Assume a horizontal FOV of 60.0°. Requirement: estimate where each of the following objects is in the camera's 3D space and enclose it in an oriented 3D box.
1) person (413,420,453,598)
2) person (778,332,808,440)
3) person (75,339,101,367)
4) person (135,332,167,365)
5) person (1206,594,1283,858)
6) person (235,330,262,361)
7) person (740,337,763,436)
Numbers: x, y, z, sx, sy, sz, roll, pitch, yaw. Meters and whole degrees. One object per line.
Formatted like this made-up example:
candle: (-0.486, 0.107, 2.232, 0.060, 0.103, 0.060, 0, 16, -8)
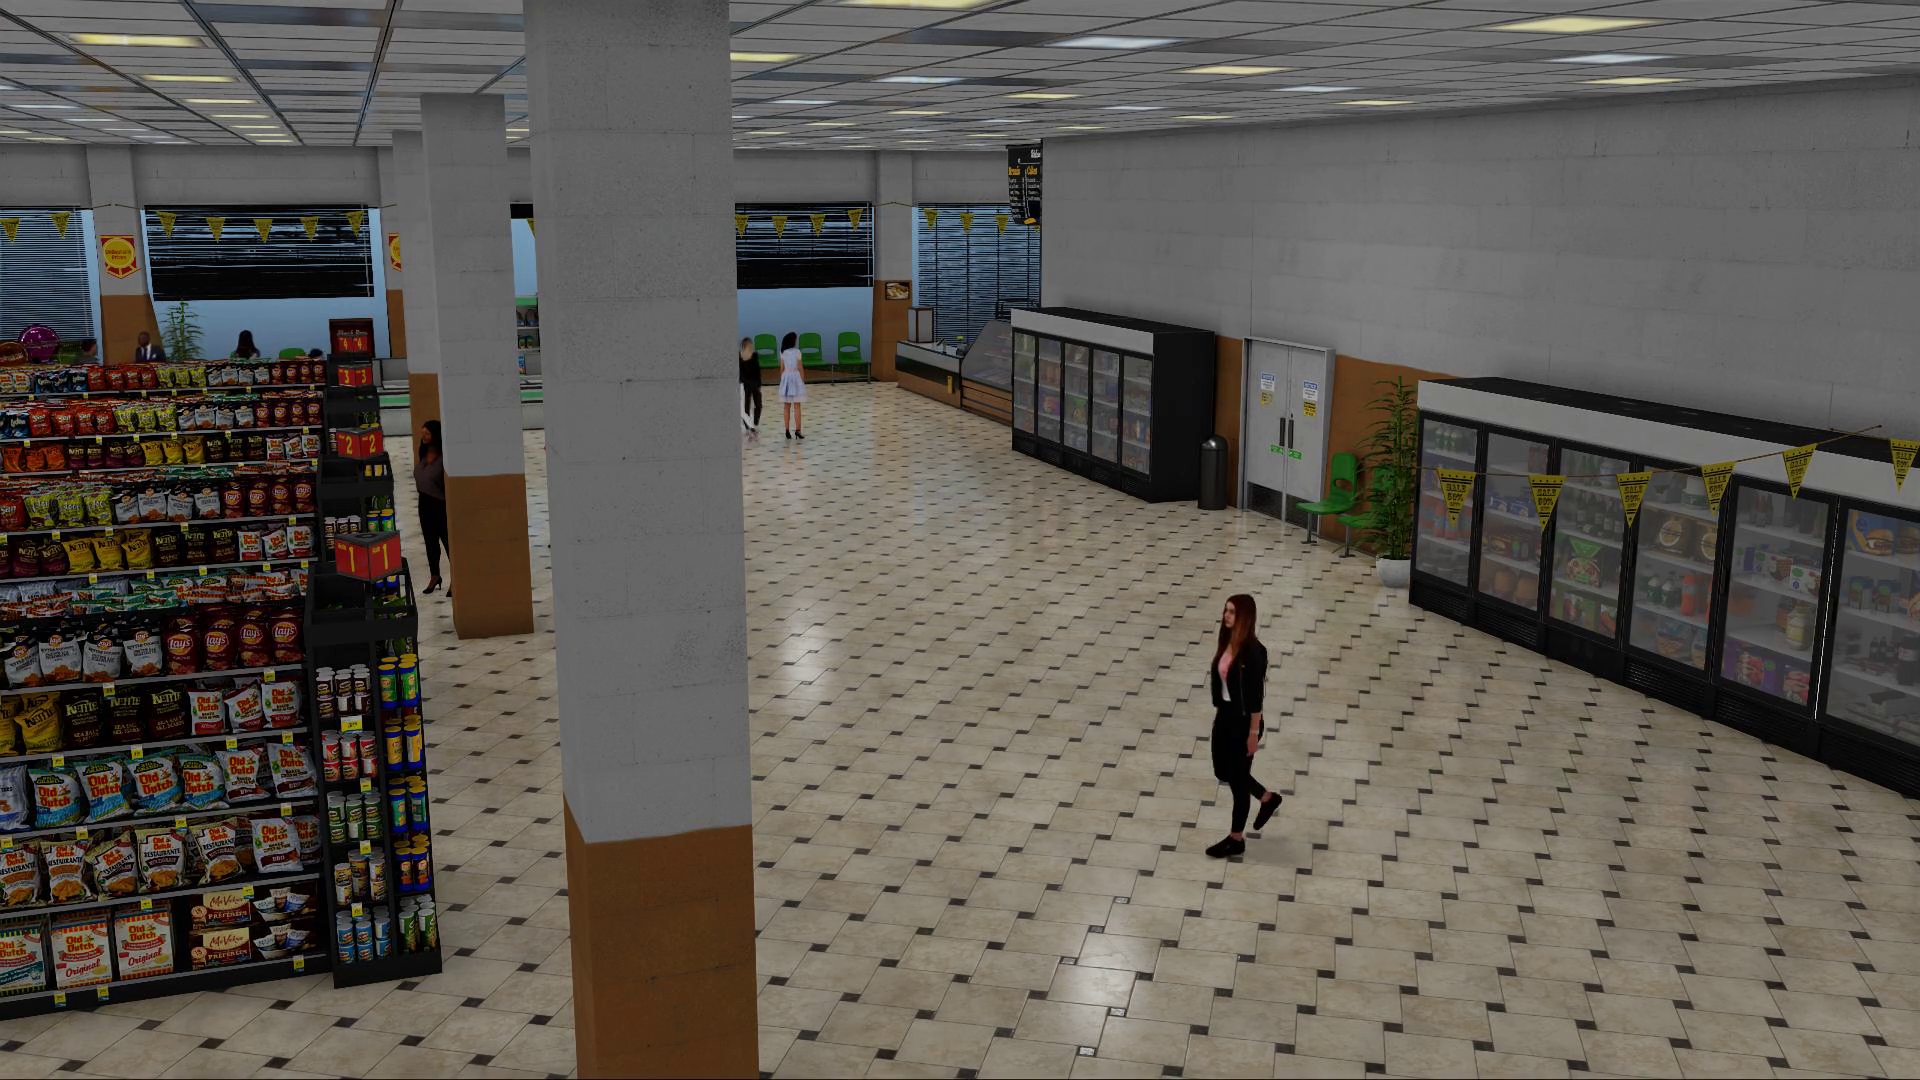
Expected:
person: (-5.433, -0.338, 17.338, 0.748, 1.842, 0.800, 6, 13, 27)
person: (-2.851, -2.623, 28.266, 0.853, 1.810, 0.917, 4, 13, 20)
person: (-13.786, -2.232, 26.299, 1.033, 1.857, 1.115, 6, 13, 25)
person: (-13.767, -2.661, 28.464, 1.052, 1.803, 0.992, -1, 12, -3)
person: (1.850, 1.162, 10.555, 0.857, 1.701, 0.638, -5, 13, -24)
person: (-12.810, -2.931, 29.983, 0.514, 1.706, 0.693, -2, 12, -9)
person: (-3.673, -2.609, 28.697, 0.759, 1.606, 0.834, 3, 12, 12)
